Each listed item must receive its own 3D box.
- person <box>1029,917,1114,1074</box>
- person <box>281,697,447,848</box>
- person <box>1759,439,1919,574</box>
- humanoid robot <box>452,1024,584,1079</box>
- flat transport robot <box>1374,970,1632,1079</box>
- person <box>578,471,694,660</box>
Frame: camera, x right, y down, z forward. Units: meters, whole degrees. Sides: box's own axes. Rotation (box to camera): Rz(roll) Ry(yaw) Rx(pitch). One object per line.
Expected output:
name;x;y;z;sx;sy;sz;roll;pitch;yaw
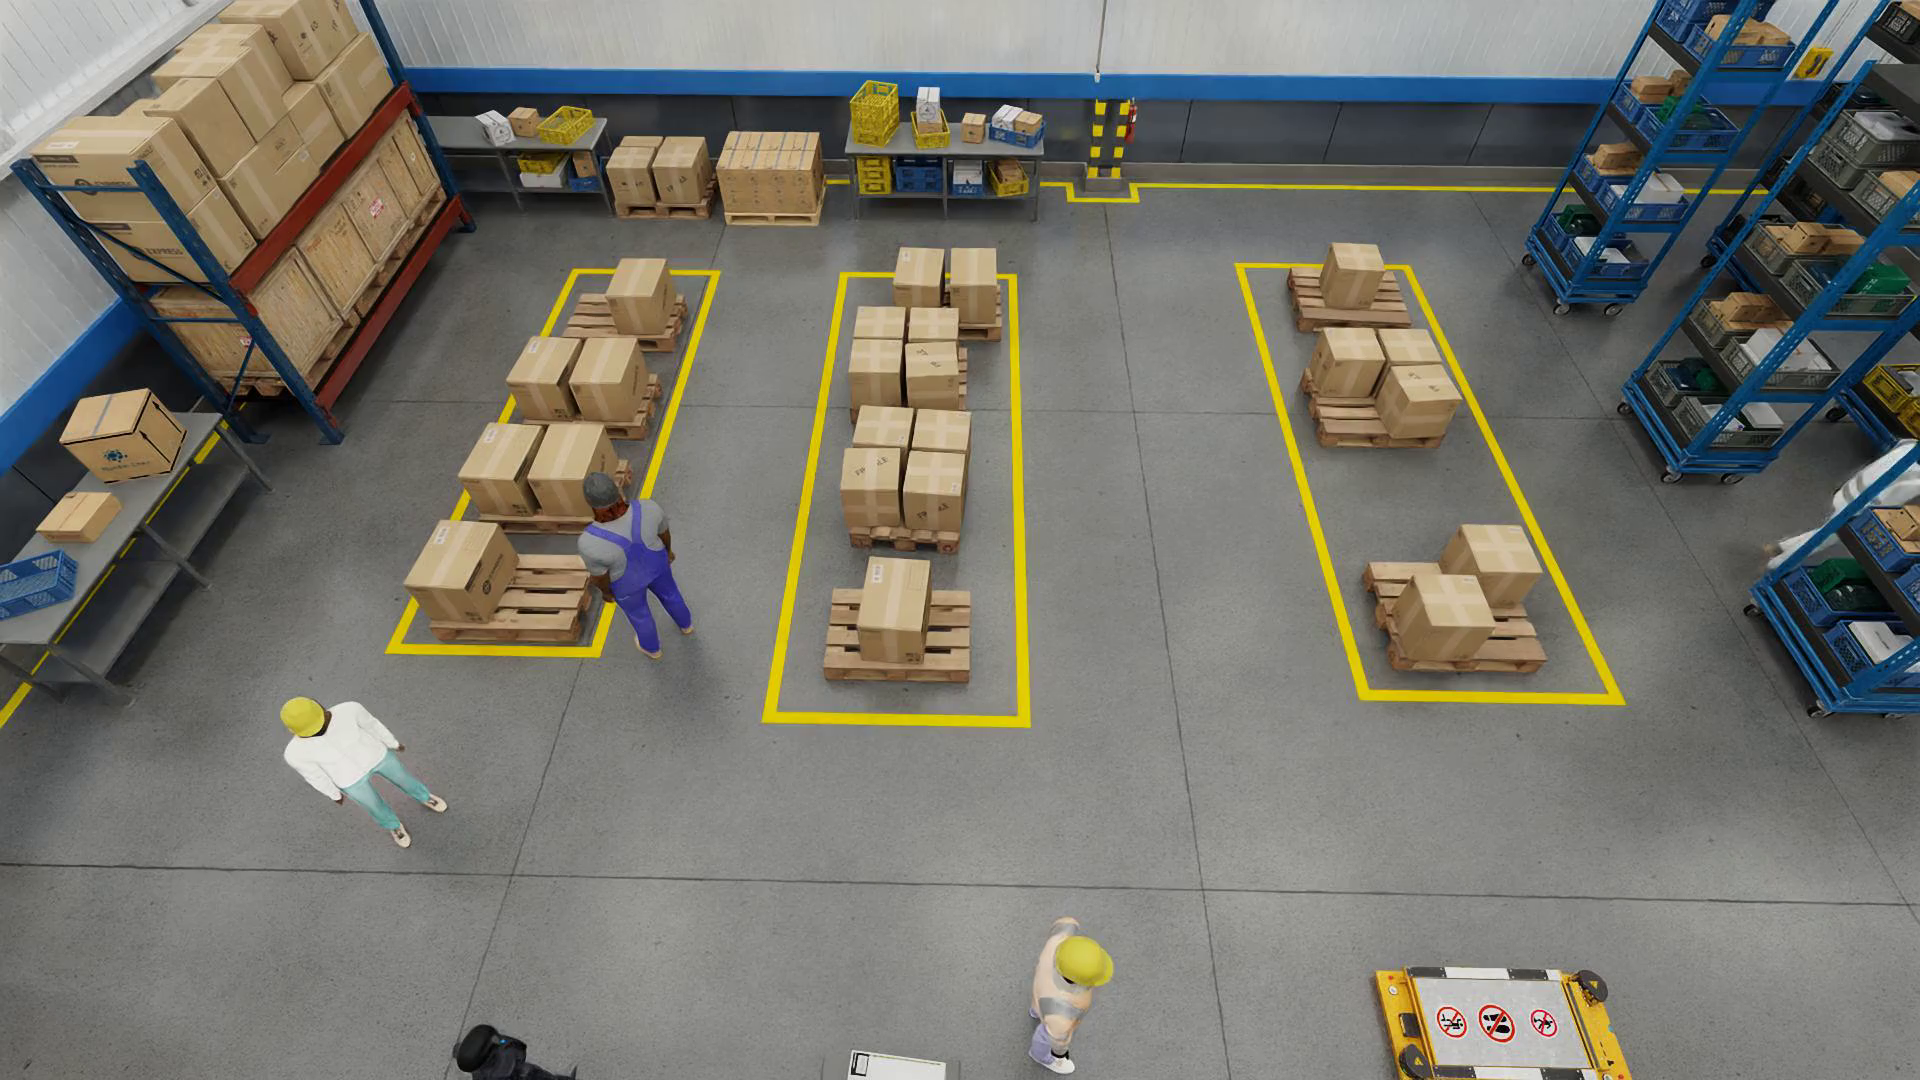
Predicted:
person;0.598;2.634;5.269;0.368;1.925;0.594;5;51;4
person;-4.068;1.554;6.252;0.325;1.766;0.532;27;56;20
person;7.524;-0.253;7.666;0.446;1.862;0.601;23;54;18
humanoid robot;-2.412;3.028;5.107;0.569;1.651;0.339;10;51;8
flat transport robot;3.501;3.133;5.914;1.431;0.197;0.652;1;51;1
person;-2.574;0.191;7.188;0.540;2.000;0.687;36;59;26
